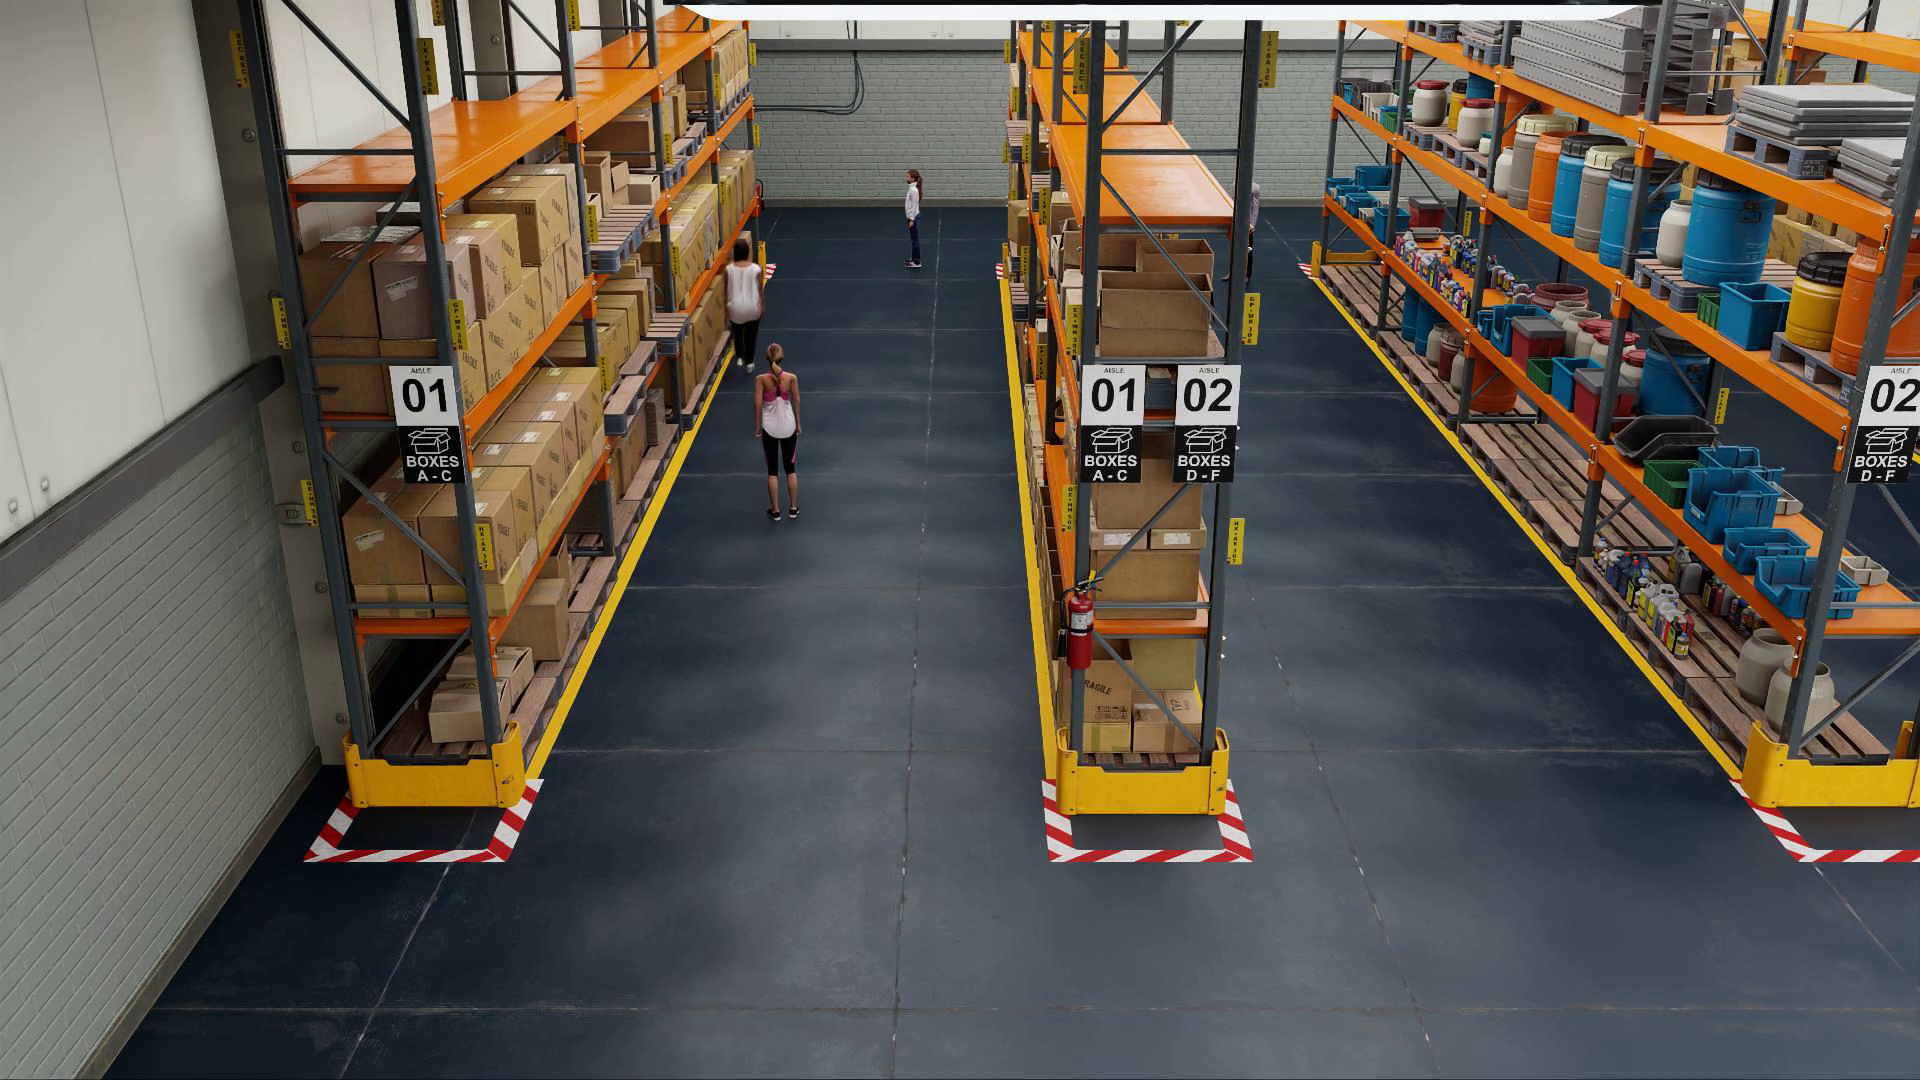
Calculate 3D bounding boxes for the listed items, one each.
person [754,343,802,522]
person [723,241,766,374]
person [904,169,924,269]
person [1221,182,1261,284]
[{"bbox_3d":[-1.797,-1.072,16.454,0.667,1.786,0.612,-6,23,-14],"label":"person"},{"bbox_3d":[-2.765,-2.949,21.202,0.656,1.668,0.707,0,22,1],"label":"person"},{"bbox_3d":[-0.738,-5.206,26.863,0.590,1.559,0.468,-1,22,-3],"label":"person"},{"bbox_3d":[4.391,-4.935,25.813,0.759,1.853,0.813,20,29,40],"label":"person"}]
